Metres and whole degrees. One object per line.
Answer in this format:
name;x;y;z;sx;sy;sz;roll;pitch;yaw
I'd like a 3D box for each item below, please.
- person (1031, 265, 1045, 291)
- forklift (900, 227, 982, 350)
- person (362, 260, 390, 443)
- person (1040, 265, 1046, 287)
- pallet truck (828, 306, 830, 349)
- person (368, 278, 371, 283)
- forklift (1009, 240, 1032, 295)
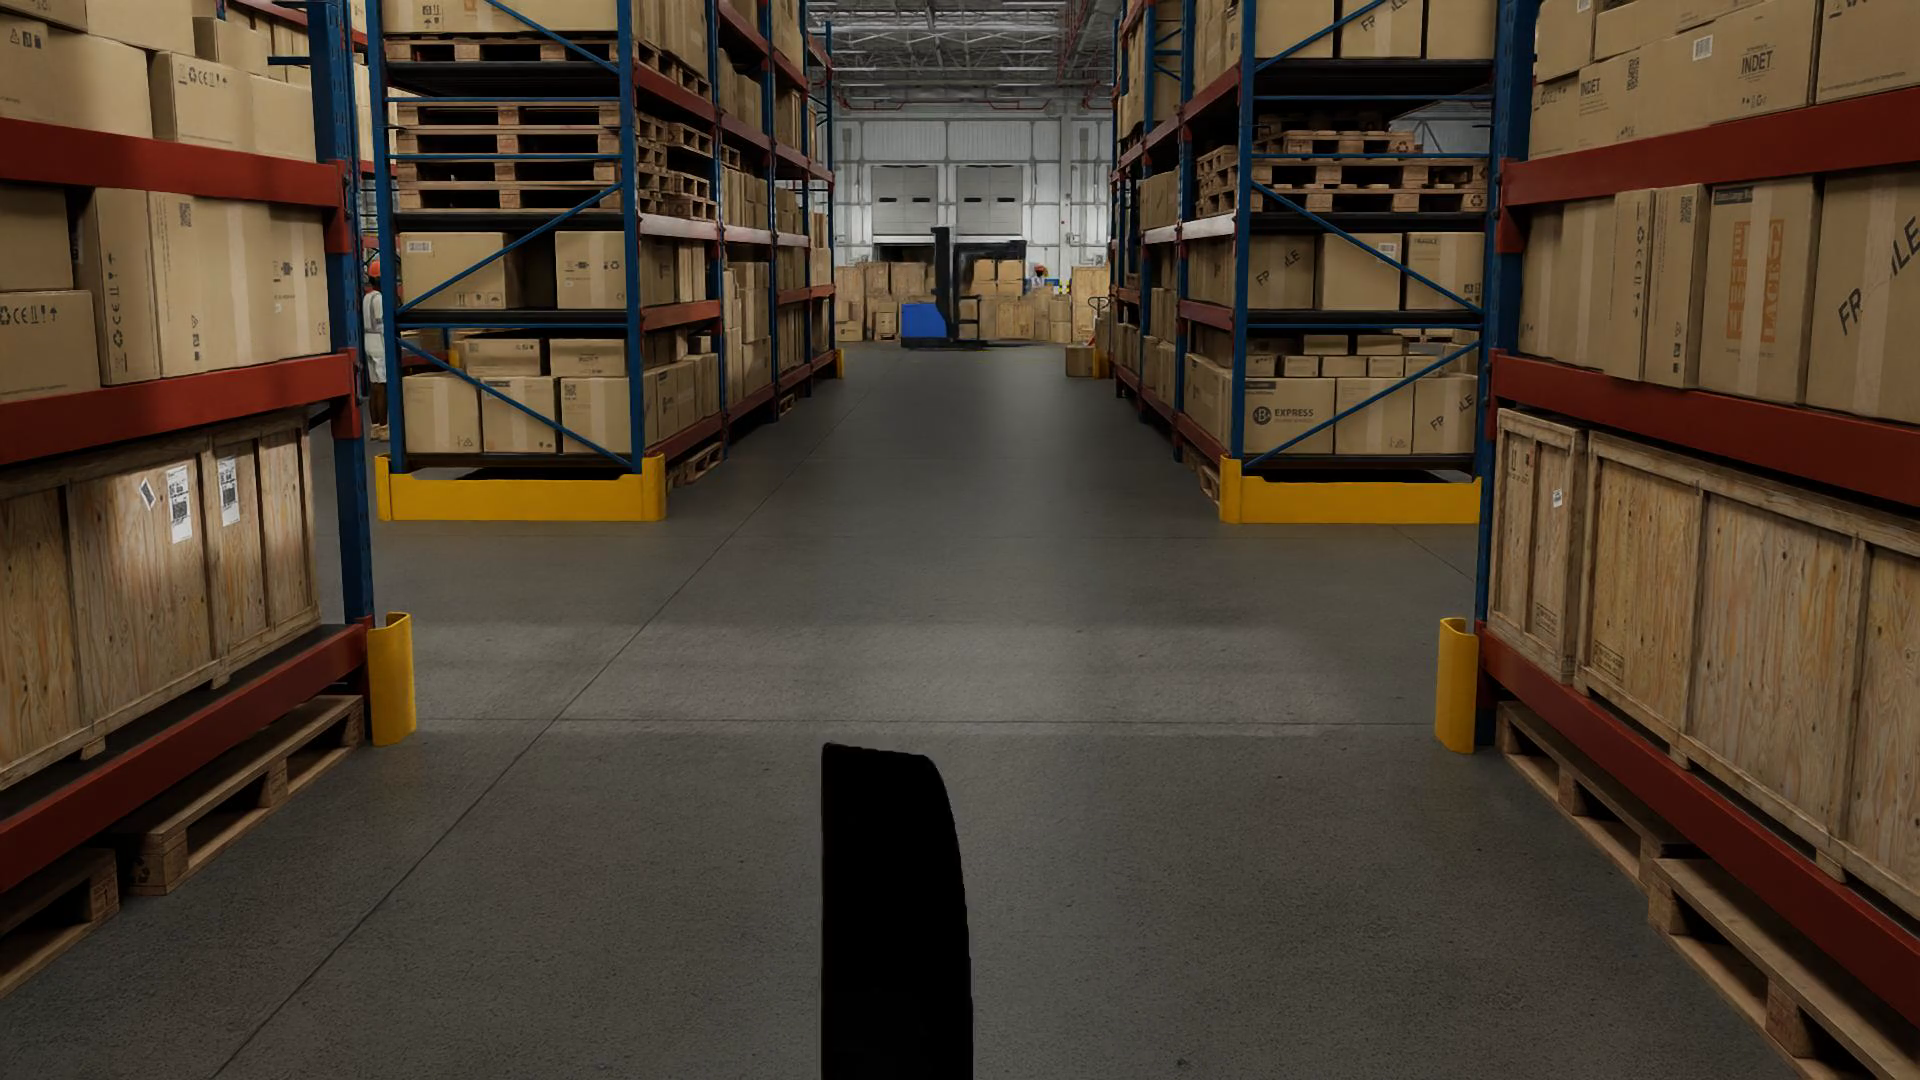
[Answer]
person;2.475;-7.661;52.257;0.352;1.942;0.545;9;13;43
forklift;-0.421;-5.798;38.289;1.873;2.768;1.129;0;9;1
person;-6.514;-2.122;18.770;0.380;2.045;0.605;-7;12;-34
person;2.905;-8.885;59.655;0.432;1.918;0.665;3;10;19
pallet truck;-3.100;-3.940;29.800;1.885;1.965;0.823;3;10;19
person;-21.607;-9.076;61.135;0.455;1.819;0.529;-1;10;-6
forklift;2.104;-9.416;59.963;1.873;2.768;1.129;-4;10;-21
